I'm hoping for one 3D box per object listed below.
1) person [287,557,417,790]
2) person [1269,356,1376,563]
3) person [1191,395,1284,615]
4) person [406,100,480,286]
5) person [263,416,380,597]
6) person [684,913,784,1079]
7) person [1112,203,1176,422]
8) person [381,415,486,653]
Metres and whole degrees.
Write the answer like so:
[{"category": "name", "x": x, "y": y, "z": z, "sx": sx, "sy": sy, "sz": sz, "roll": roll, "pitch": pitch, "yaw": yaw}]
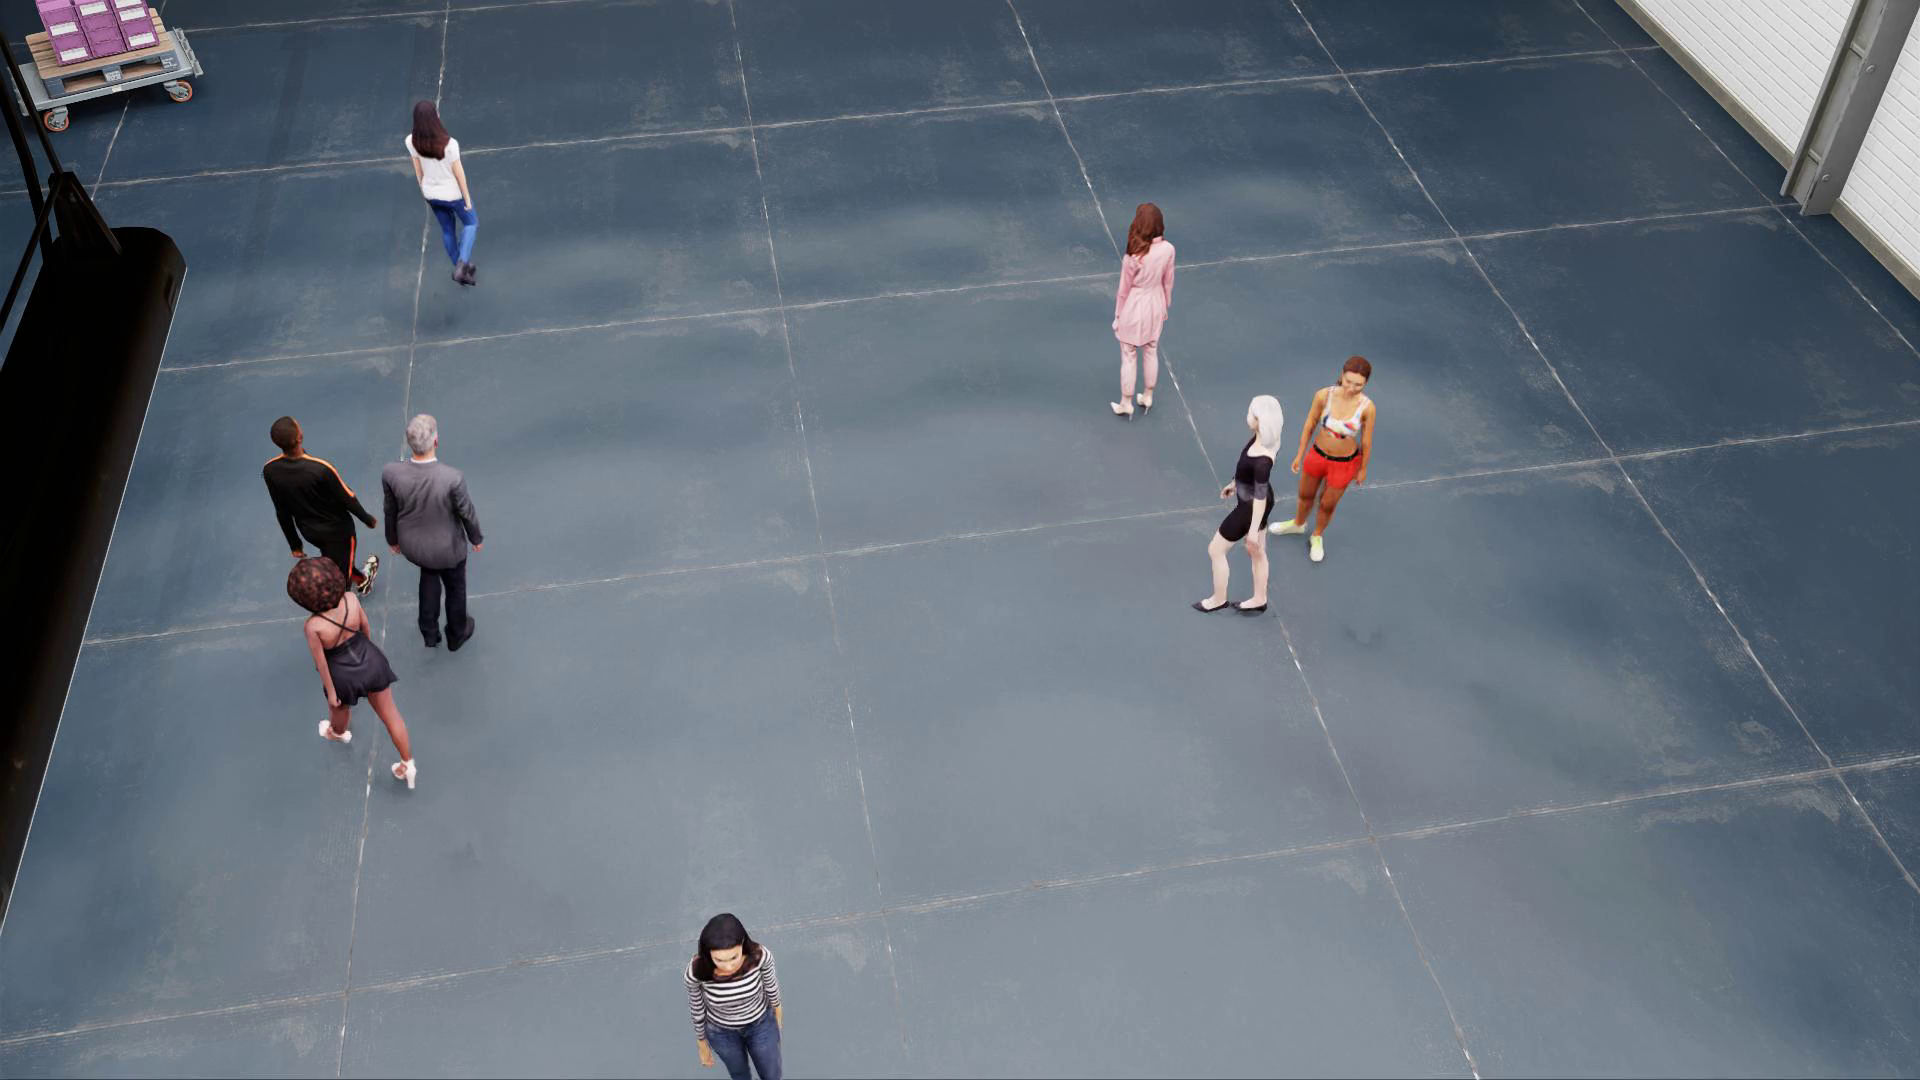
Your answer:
[{"category": "person", "x": -3.460, "y": 0.827, "z": 9.671, "sx": 1.070, "sy": 1.760, "sz": 0.987, "roll": 28, "pitch": 50, "yaw": 26}, {"category": "person", "x": 2.476, "y": -0.548, "z": 11.110, "sx": 0.849, "sy": 1.766, "sz": 0.894, "roll": 32, "pitch": 52, "yaw": 29}, {"category": "person", "x": 1.974, "y": -0.169, "z": 10.677, "sx": 0.807, "sy": 1.814, "sz": 0.779, "roll": 12, "pitch": 45, "yaw": 12}, {"category": "person", "x": -4.188, "y": -2.725, "z": 13.461, "sx": 0.730, "sy": 1.675, "sz": 0.818, "roll": 7, "pitch": 44, "yaw": 8}, {"category": "person", "x": -4.029, "y": 0.015, "z": 10.519, "sx": 0.916, "sy": 1.767, "sz": 1.234, "roll": 7, "pitch": 44, "yaw": 7}, {"category": "person", "x": -1.087, "y": 2.295, "z": 8.113, "sx": 0.590, "sy": 1.783, "sz": 0.685, "roll": -9, "pitch": 44, "yaw": -9}, {"category": "person", "x": 1.344, "y": -1.656, "z": 12.250, "sx": 0.657, "sy": 1.799, "sz": 0.616, "roll": -19, "pitch": 47, "yaw": -19}, {"category": "person", "x": -3.309, "y": 0.066, "z": 10.431, "sx": 0.855, "sy": 1.815, "sz": 0.821, "roll": 2, "pitch": 44, "yaw": 2}]
